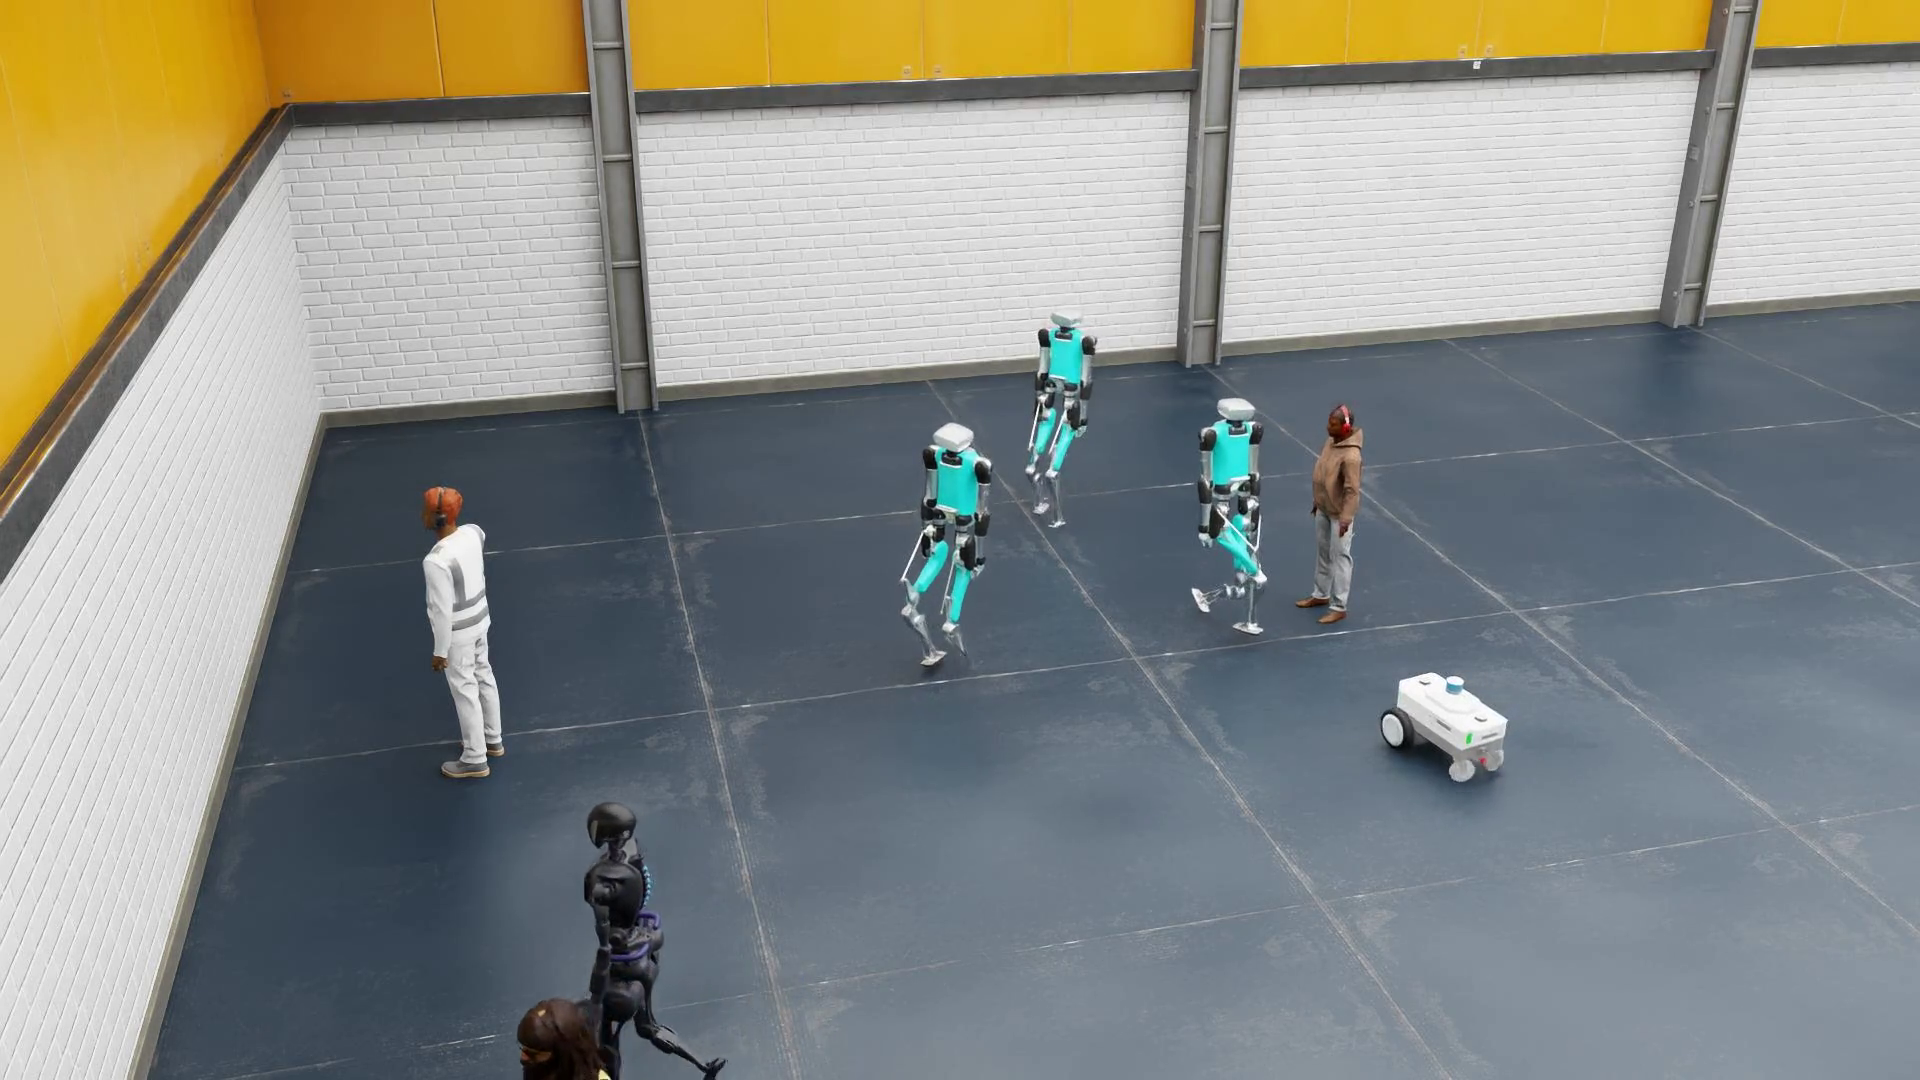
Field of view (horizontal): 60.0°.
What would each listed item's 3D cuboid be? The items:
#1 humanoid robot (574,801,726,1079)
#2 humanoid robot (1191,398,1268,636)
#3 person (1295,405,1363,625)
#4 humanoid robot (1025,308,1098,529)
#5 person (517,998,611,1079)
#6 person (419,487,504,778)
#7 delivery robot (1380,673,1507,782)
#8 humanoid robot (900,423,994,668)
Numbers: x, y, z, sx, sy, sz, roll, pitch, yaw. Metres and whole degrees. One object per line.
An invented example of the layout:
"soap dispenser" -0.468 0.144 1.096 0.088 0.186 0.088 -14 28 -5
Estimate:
"humanoid robot" -1.420 1.887 7.358 0.647 1.637 0.601 3 24 6
"humanoid robot" 2.016 -0.100 11.747 0.573 1.724 0.996 -14 27 -28
"person" 2.736 -0.201 12.095 0.312 1.650 0.470 -8 25 -17
"humanoid robot" 0.729 -0.962 13.766 0.530 1.800 0.809 15 28 31
"person" -1.449 2.415 6.062 0.966 1.718 0.485 -19 30 -36
"person" -3.041 0.553 10.101 0.356 1.884 0.573 4 24 9
"delivery robot" 3.067 1.130 10.441 0.530 0.596 0.767 -11 26 -23
"humanoid robot" -0.148 0.159 11.235 0.542 1.844 0.749 15 28 31
